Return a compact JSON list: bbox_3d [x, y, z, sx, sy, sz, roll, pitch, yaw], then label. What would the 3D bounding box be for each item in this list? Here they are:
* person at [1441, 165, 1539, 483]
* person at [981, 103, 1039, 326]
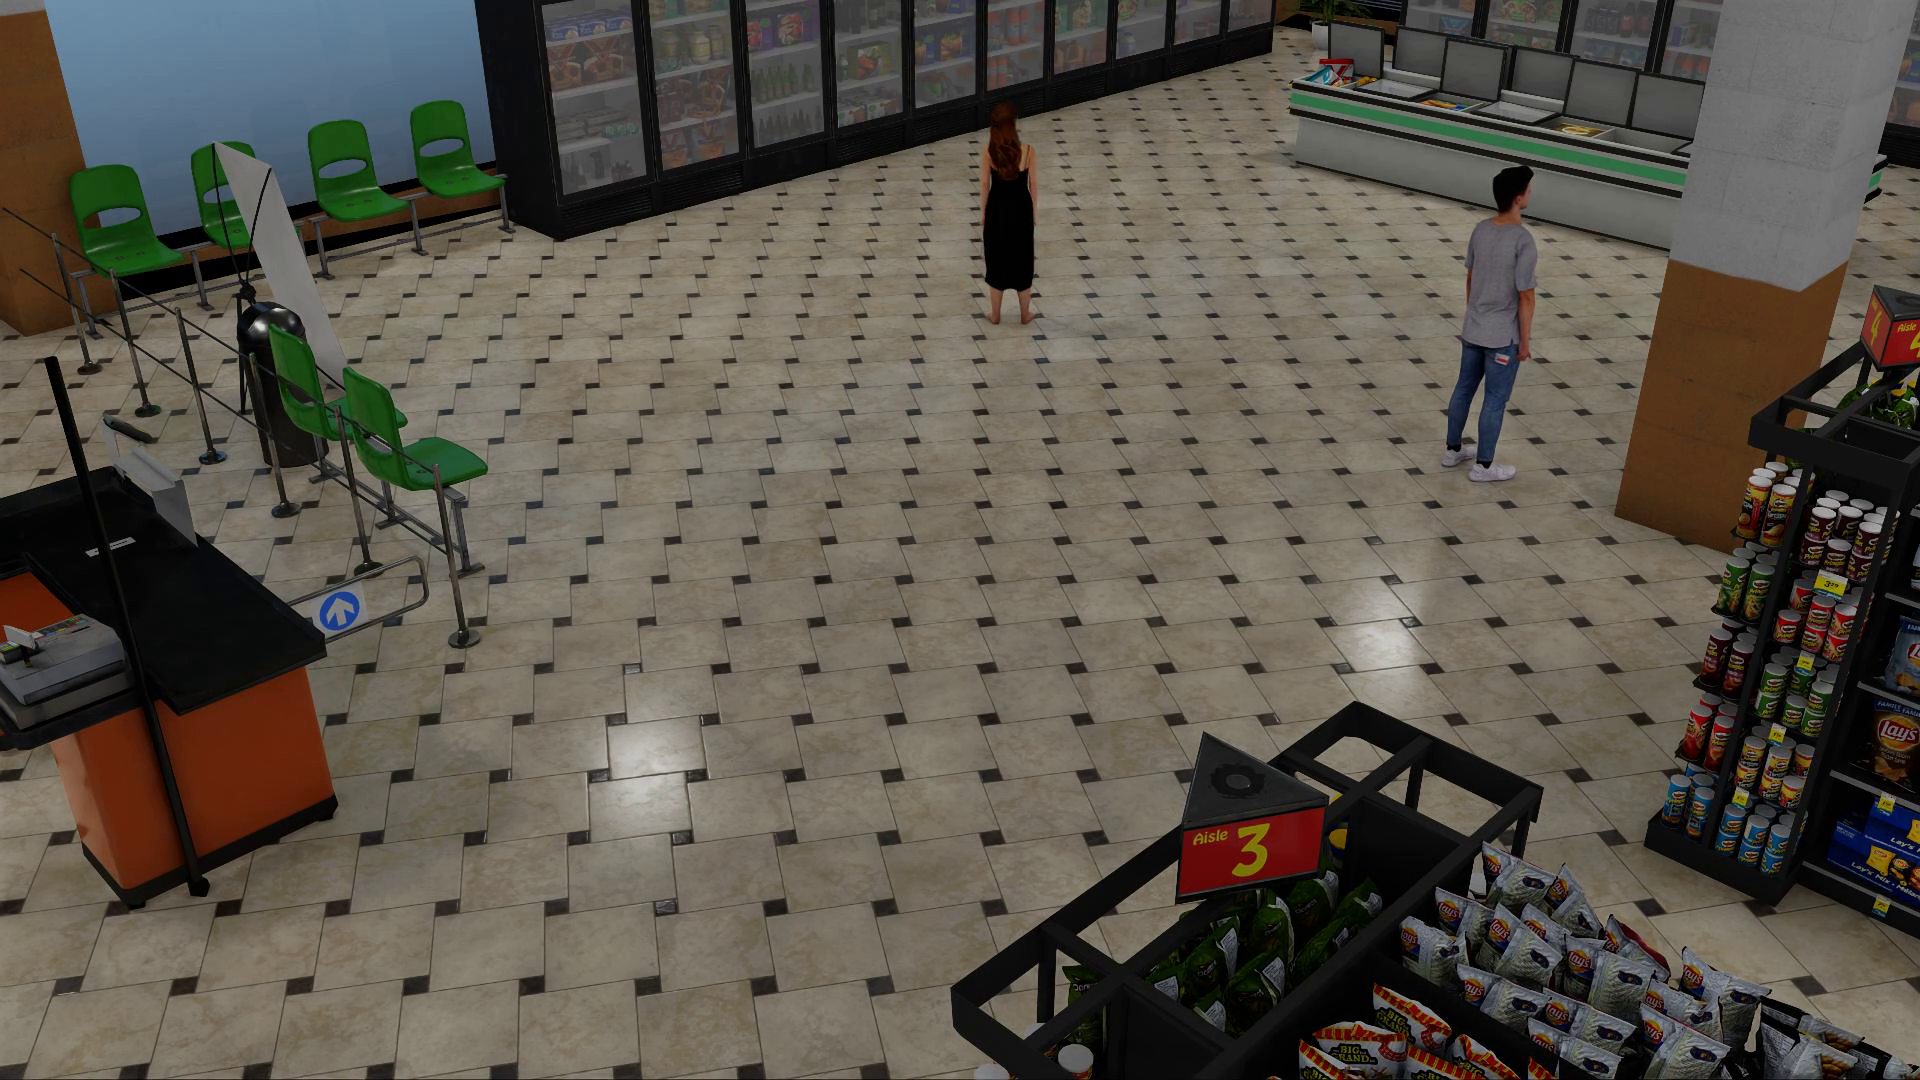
[{"bbox_3d":[3.143,-1.269,9.793,0.795,1.890,0.617,-14,32,-24],"label":"person"},{"bbox_3d":[0.350,-2.349,12.047,0.668,1.626,0.734,1,29,2],"label":"person"}]
